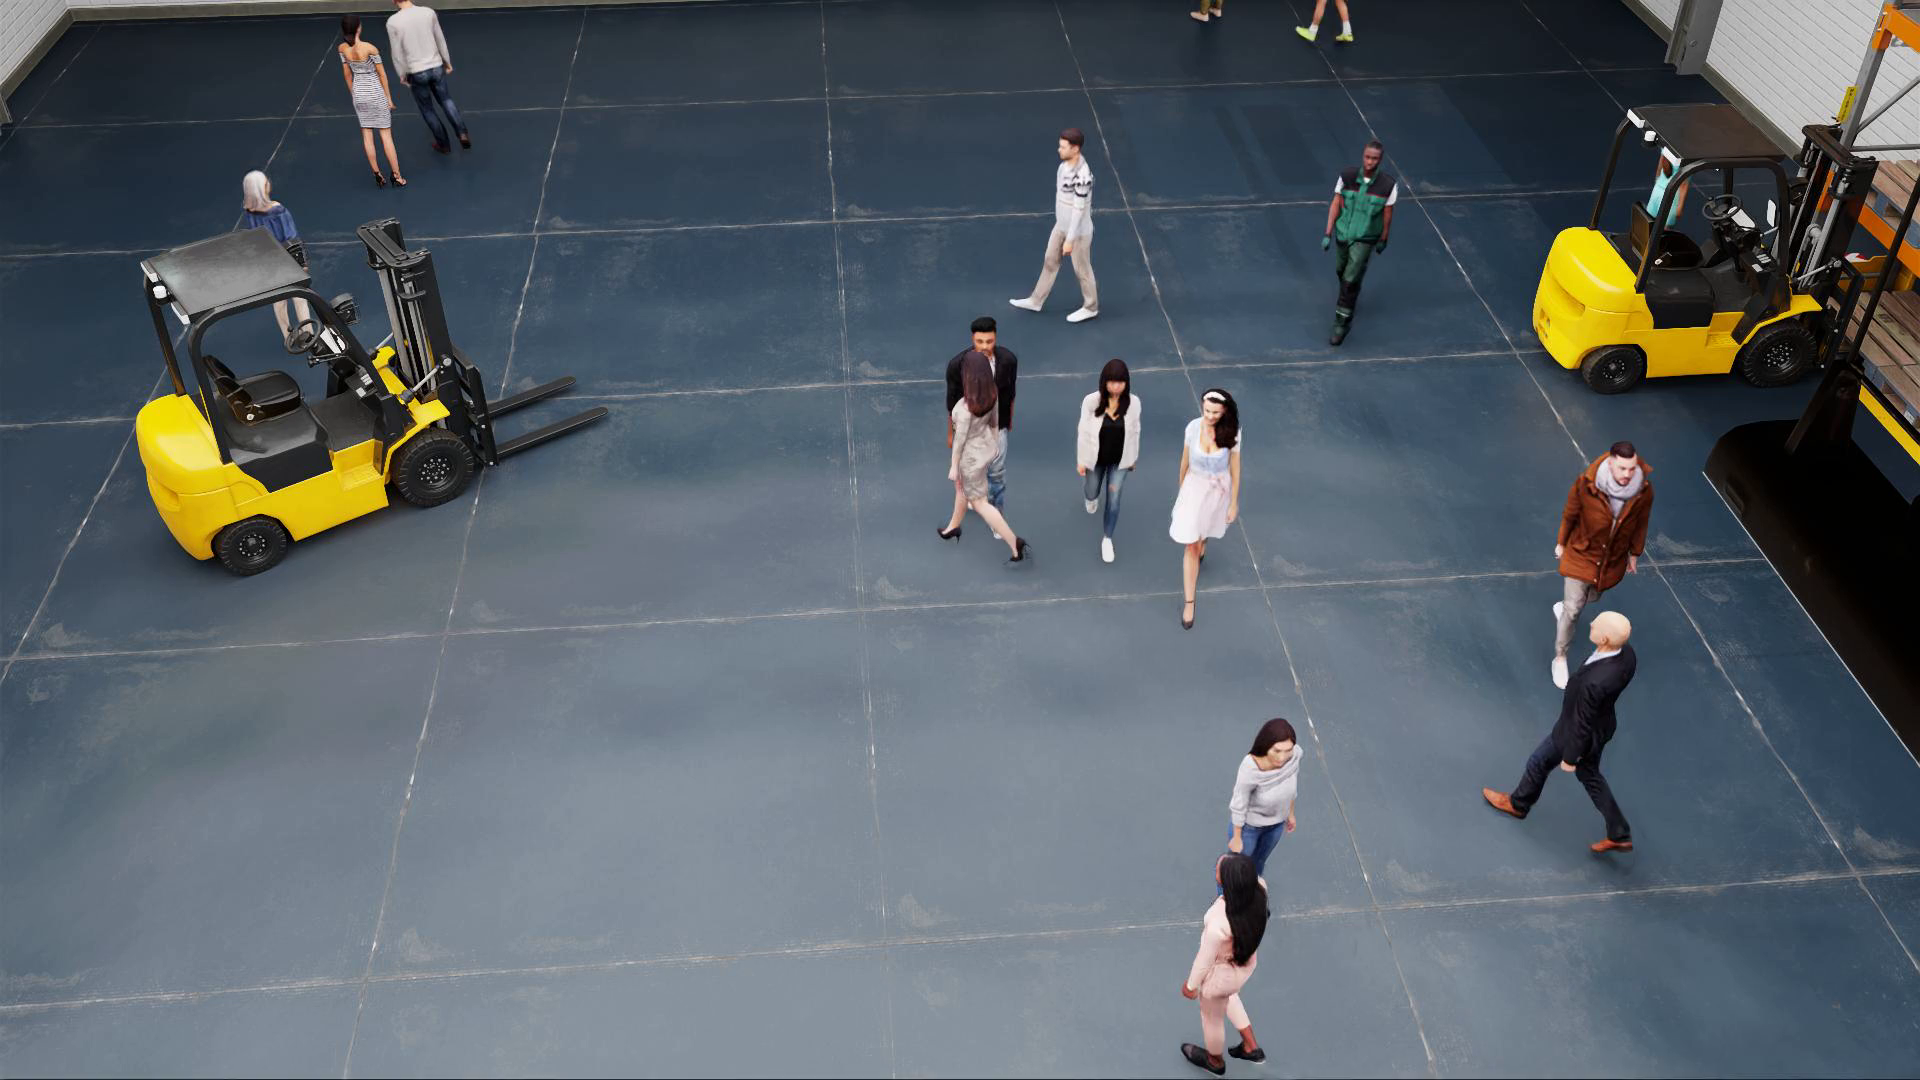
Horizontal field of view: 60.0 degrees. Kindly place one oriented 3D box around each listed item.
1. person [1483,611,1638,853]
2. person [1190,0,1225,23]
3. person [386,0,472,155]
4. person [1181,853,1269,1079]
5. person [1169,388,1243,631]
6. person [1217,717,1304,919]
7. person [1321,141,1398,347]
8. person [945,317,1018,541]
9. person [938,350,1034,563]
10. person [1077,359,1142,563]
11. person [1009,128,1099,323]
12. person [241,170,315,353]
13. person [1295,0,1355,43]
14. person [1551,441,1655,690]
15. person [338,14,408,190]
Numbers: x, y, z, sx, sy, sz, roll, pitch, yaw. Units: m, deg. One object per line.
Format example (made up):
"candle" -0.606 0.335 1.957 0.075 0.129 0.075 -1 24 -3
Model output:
"person" 3.767 1.175 9.865 1.279 1.775 1.174 32 48 34
"person" 3.121 -7.334 20.493 0.763 1.809 0.758 -24 45 -27
"person" -5.548 -4.848 17.328 1.006 1.873 1.098 -21 43 -25
"person" 1.432 2.258 8.560 0.846 1.711 0.787 26 45 29
"person" 1.757 -0.338 11.765 0.860 1.767 1.263 7 39 9
"person" 1.685 1.596 9.453 0.674 1.631 0.656 -20 43 -23
"person" 3.513 -2.699 14.700 1.123 1.795 1.316 18 42 22
"person" 0.154 -0.967 12.543 0.684 1.780 0.987 -3 39 -4
"person" 0.181 -0.555 12.079 1.083 1.715 1.094 20 43 23
"person" 1.073 -0.658 12.279 0.660 1.627 0.930 -1 39 -1
"person" 1.084 -2.788 14.782 0.894 1.832 1.015 -9 40 -12
"person" -5.901 -2.422 14.432 0.686 1.696 0.680 10 40 12
"person" 4.511 -6.782 19.789 1.023 1.824 1.082 -31 48 -33
"person" 4.278 0.052 11.237 0.751 1.818 1.025 0 39 0
"person" -5.982 -4.433 16.851 0.639 1.821 0.604 6 39 7
